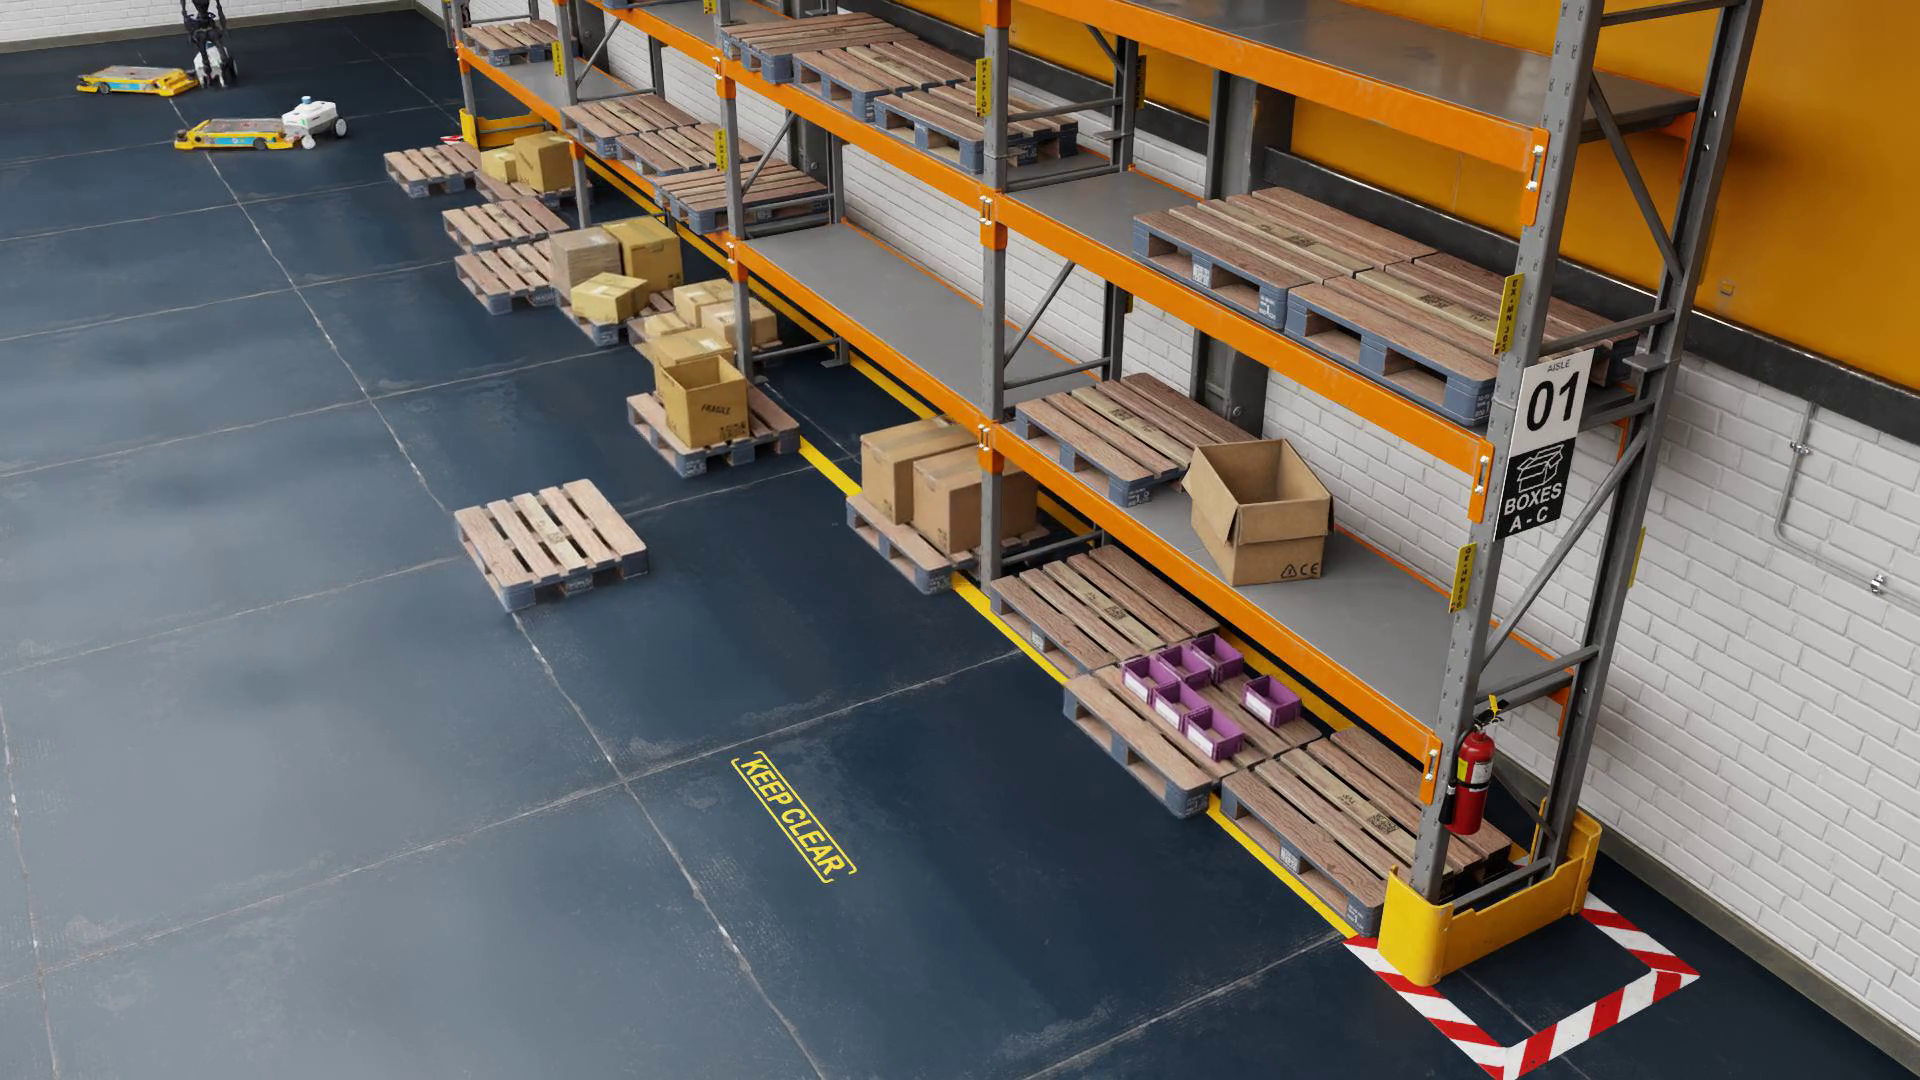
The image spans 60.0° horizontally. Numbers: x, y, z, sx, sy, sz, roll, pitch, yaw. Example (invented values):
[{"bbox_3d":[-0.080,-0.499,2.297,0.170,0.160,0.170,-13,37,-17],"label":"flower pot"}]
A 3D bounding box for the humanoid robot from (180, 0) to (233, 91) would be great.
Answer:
[{"bbox_3d":[-10.143,-6.881,22.352,0.382,1.636,0.600,25,38,36],"label":"humanoid robot"}]

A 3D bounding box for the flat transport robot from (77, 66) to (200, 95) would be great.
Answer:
[{"bbox_3d":[-11.205,-6.259,22.682,1.431,0.231,0.659,4,30,8],"label":"flat transport robot"}]

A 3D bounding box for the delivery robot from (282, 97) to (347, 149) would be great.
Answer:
[{"bbox_3d":[-7.960,-5.141,20.437,0.519,0.613,0.784,8,31,14],"label":"delivery robot"}]

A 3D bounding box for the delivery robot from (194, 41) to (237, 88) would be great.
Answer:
[{"bbox_3d":[-10.323,-6.583,22.976,0.499,0.608,0.786,-7,30,-12],"label":"delivery robot"}]

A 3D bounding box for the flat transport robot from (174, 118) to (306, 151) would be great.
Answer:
[{"bbox_3d":[-8.810,-4.984,20.430,1.431,0.231,0.659,0,30,0],"label":"flat transport robot"}]
